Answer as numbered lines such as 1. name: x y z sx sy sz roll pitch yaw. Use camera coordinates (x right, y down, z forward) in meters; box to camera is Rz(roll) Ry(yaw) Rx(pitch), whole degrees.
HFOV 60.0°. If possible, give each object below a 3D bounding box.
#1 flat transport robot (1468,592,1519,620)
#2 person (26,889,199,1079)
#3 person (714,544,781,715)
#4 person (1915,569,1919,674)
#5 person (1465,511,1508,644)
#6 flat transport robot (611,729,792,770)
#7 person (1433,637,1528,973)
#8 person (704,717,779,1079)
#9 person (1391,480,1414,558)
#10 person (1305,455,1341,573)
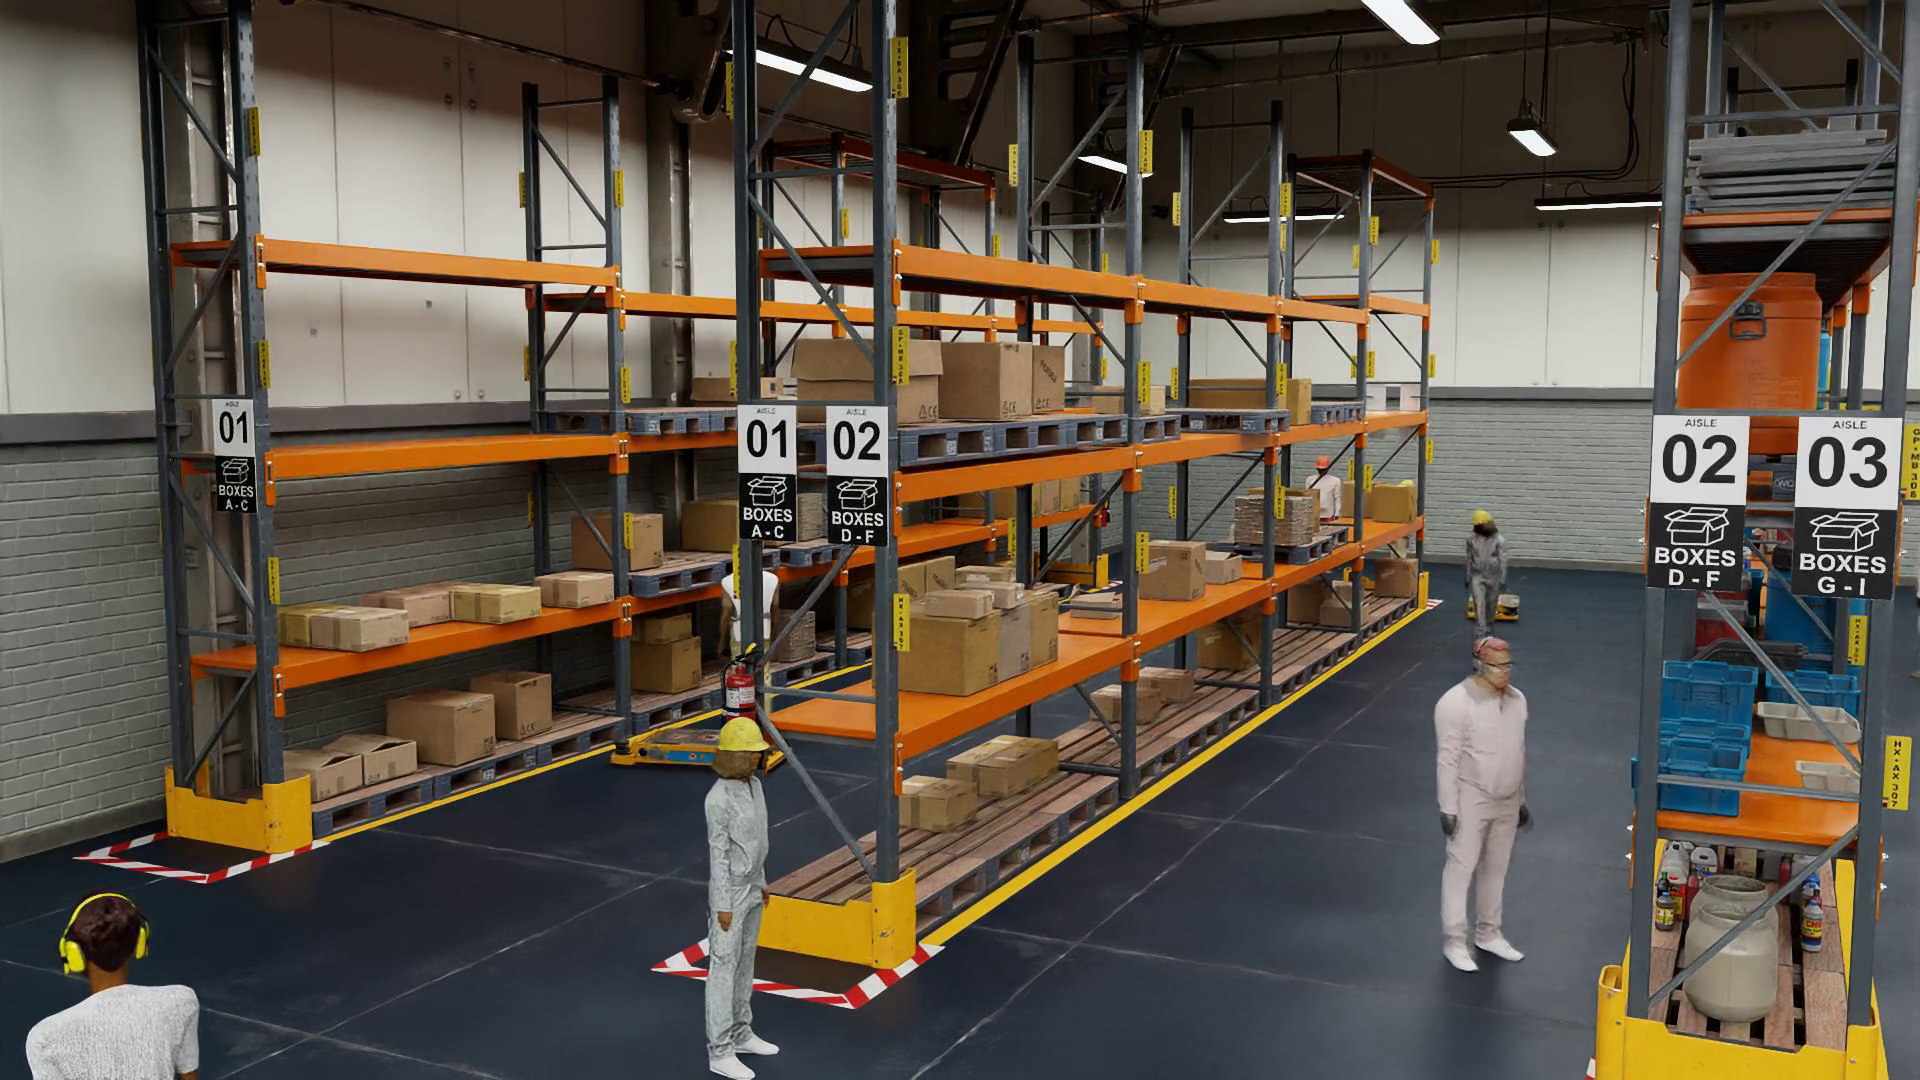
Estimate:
1. flat transport robot: 7.423 0.913 23.127 0.652 0.197 1.431 2 6 18
2. person: -2.545 1.984 5.046 0.309 1.864 0.534 5 8 41
3. person: -1.936 0.935 15.346 0.631 1.833 0.390 -3 7 -29
4. person: 10.840 0.613 18.314 0.498 1.879 0.646 -1 6 -11
5. person: 6.463 0.487 20.440 0.528 1.677 0.896 2 6 21
6. flat transport robot: -2.235 1.806 14.439 1.431 0.197 0.652 1 6 11
7. person: 3.021 1.500 9.554 0.649 1.906 0.403 -3 7 -27
8. person: -1.065 1.725 8.139 0.295 1.744 0.484 2 6 17
9. person: 6.734 -0.038 25.269 0.374 1.755 0.537 -1 6 -6
10. person: 6.068 -0.429 27.925 0.608 1.987 0.388 2 6 20
